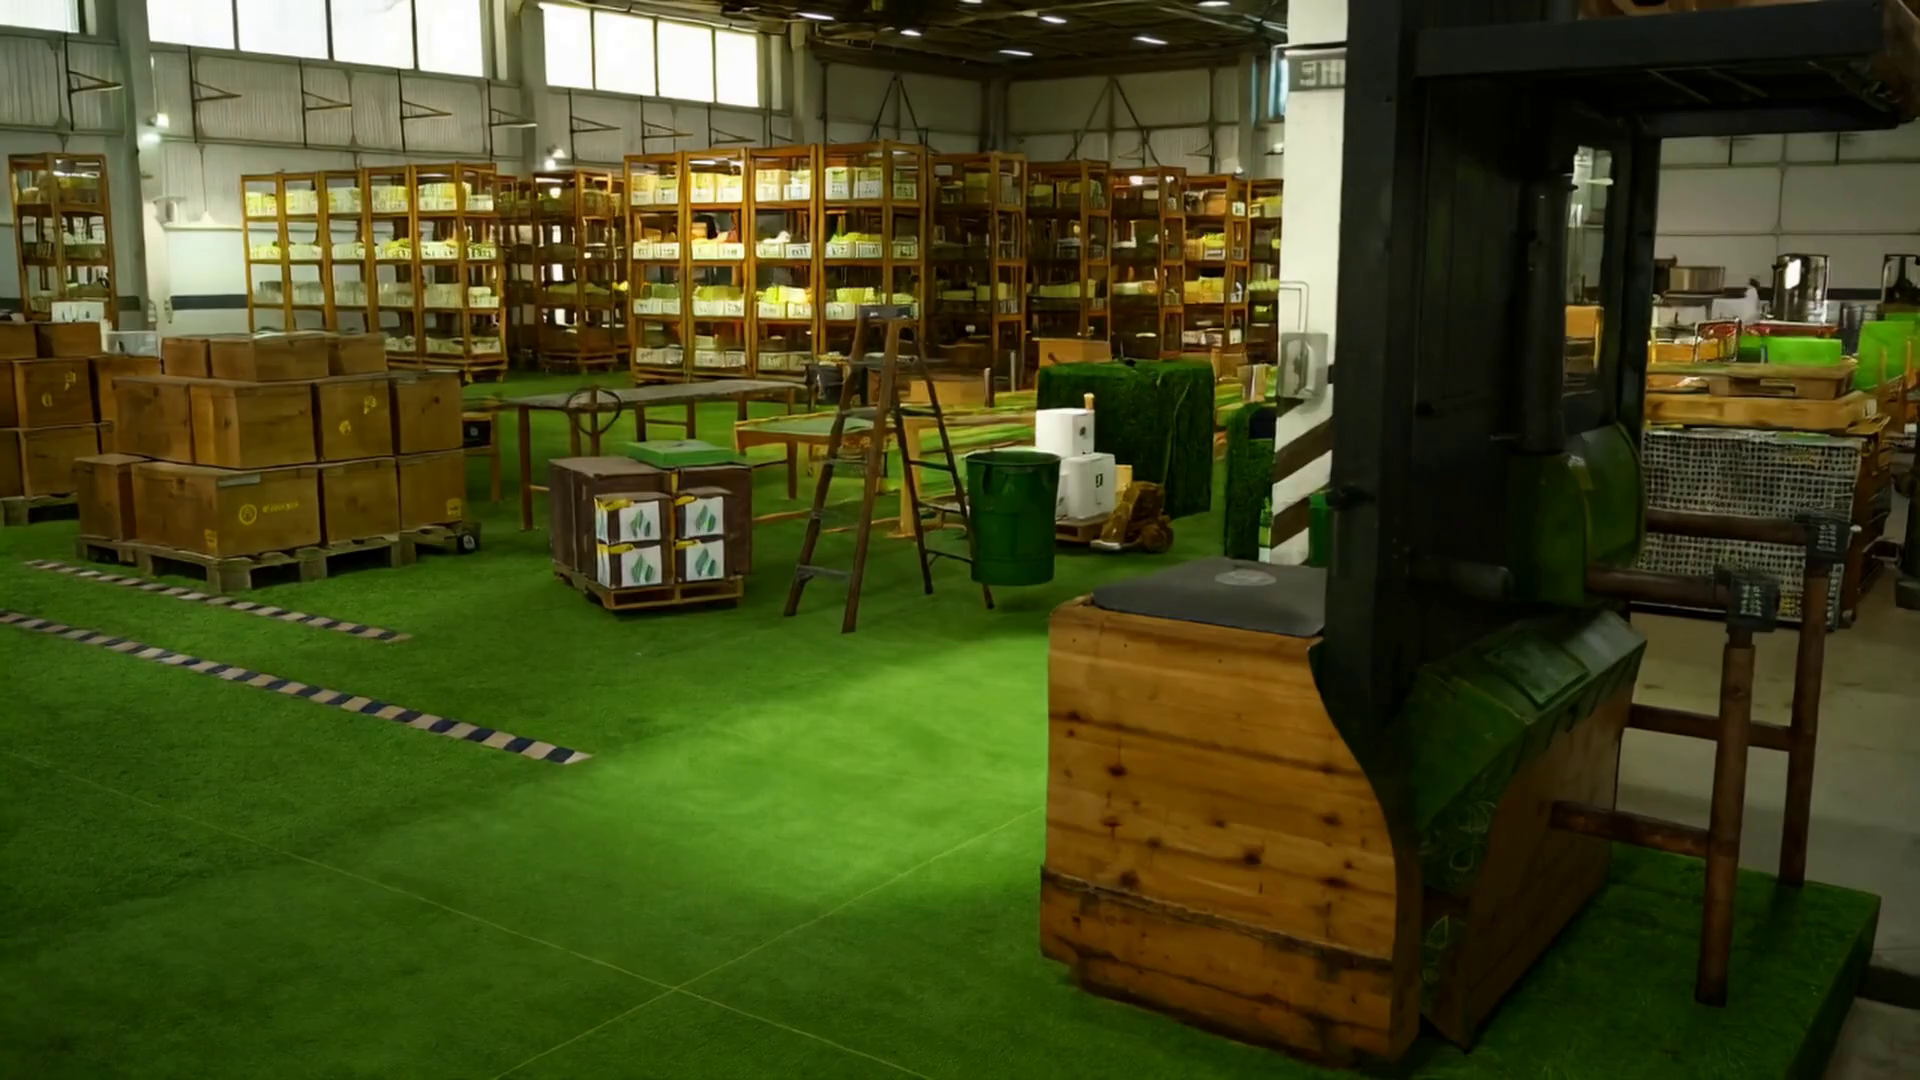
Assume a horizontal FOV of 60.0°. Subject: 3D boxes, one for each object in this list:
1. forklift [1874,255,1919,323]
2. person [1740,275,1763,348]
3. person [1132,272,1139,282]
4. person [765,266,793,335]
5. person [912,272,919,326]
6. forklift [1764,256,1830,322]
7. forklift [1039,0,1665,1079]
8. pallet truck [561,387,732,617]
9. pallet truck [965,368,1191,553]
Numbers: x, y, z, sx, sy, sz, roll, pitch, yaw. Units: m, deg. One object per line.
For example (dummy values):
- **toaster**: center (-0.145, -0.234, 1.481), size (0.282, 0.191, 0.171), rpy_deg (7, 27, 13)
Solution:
- **forklift**: center (22.089, -5.634, 38.796), size (1.157, 1.987, 2.680), rpy_deg (6, 11, 33)
- **person**: center (15.905, -4.428, 33.298), size (0.735, 1.741, 0.525), rpy_deg (1, 10, 5)
- **person**: center (4.620, -6.046, 42.715), size (0.826, 1.810, 0.594), rpy_deg (-9, 13, -42)
- **person**: center (-3.298, -3.991, 30.104), size (0.639, 1.961, 0.875), rpy_deg (3, 10, 19)
- **person**: center (-0.858, -4.546, 33.816), size (0.643, 1.803, 0.663), rpy_deg (-7, 12, -35)
- **forklift**: center (20.253, -5.854, 40.139), size (1.157, 1.987, 2.680), rpy_deg (7, 12, 35)
- **forklift**: center (1.249, -0.137, 4.360), size (1.873, 2.768, 1.129), rpy_deg (7, 12, 35)
- **pallet truck**: center (-1.981, -0.274, 10.088), size (0.680, 1.201, 1.601), rpy_deg (-5, 11, -28)
- **pallet truck**: center (0.845, -0.609, 11.869), size (1.630, 1.274, 0.653), rpy_deg (7, 12, 35)
